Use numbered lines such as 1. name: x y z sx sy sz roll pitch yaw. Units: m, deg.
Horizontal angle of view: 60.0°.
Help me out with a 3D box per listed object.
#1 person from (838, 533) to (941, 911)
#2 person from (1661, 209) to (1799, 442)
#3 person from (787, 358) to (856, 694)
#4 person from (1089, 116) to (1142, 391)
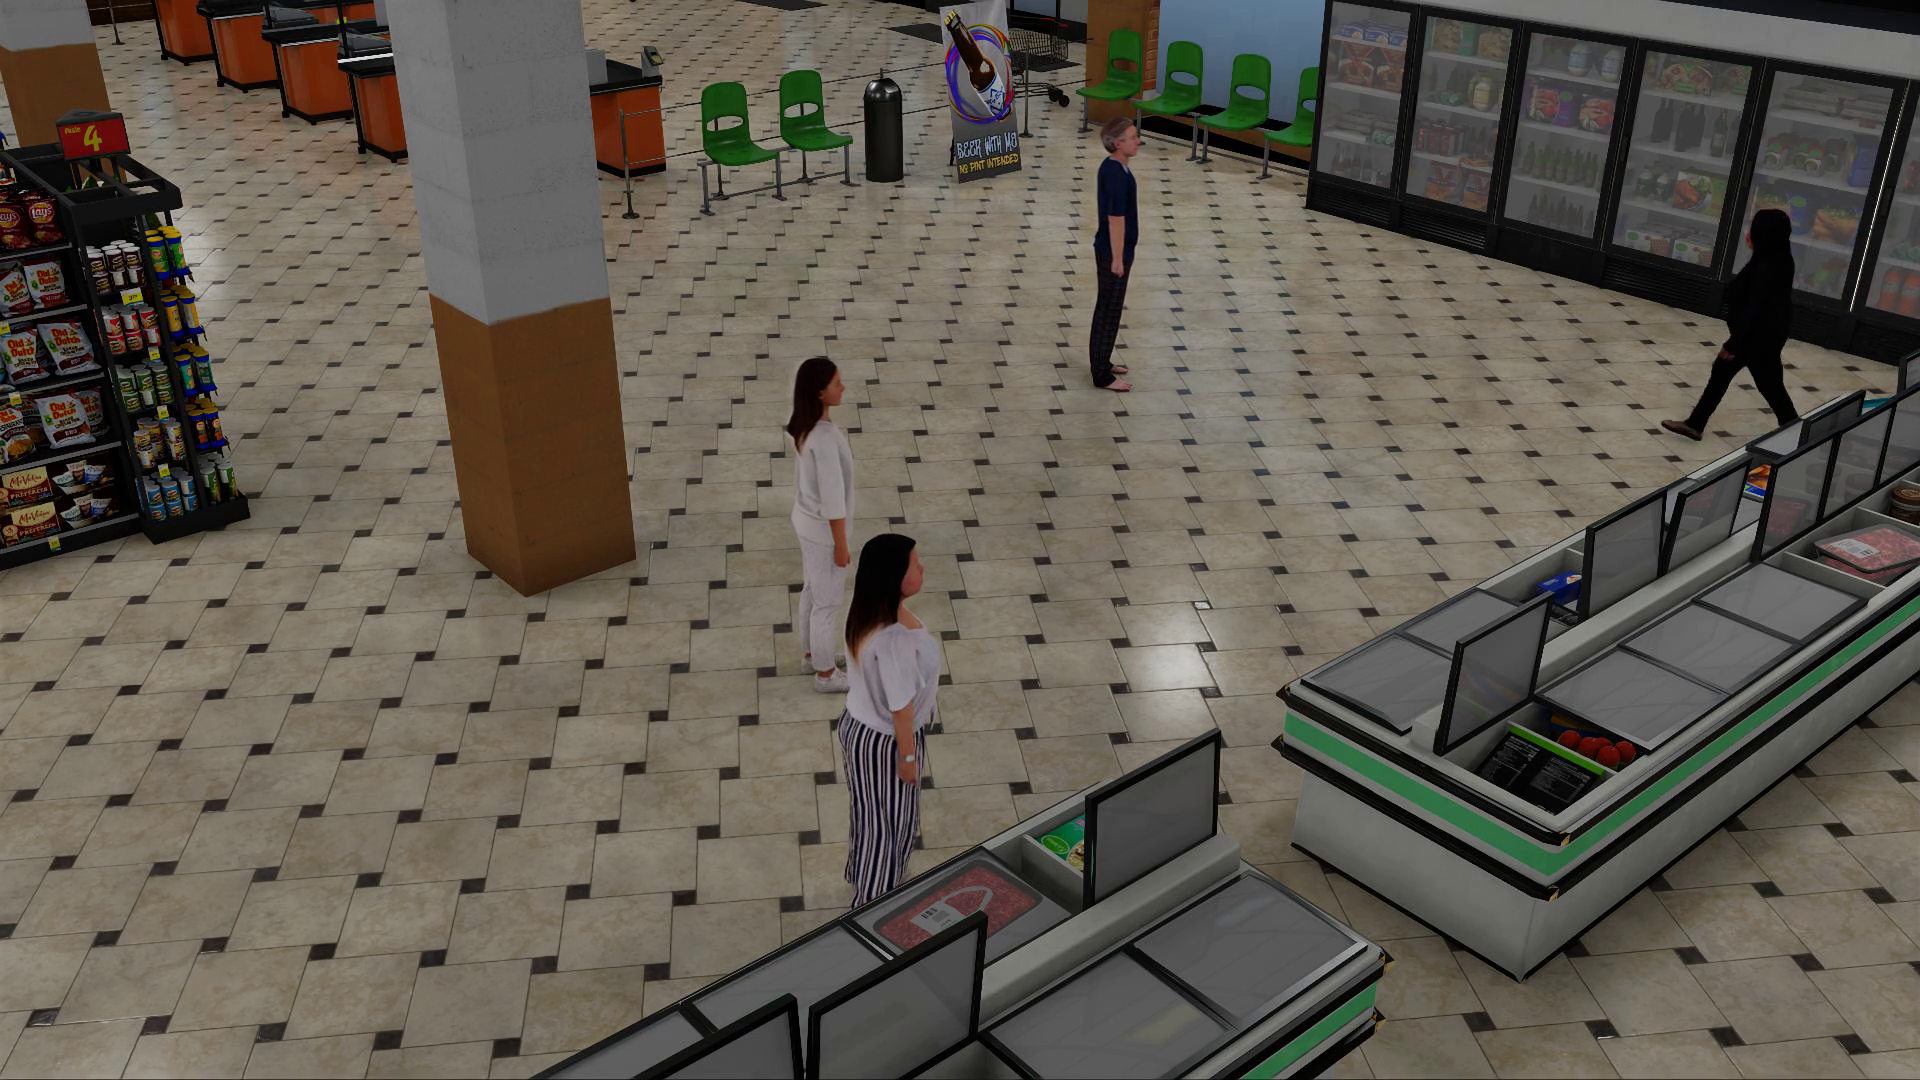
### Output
1. person: -0.284 0.726 6.366 0.772 1.679 0.779 -8 28 -15
2. person: 5.063 -1.236 10.352 1.000 1.573 1.150 13 30 25
3. person: -0.657 -0.070 7.926 0.635 1.688 0.667 -10 28 -19
4. person: 1.068 -1.988 11.506 0.786 1.871 0.725 2 27 5
